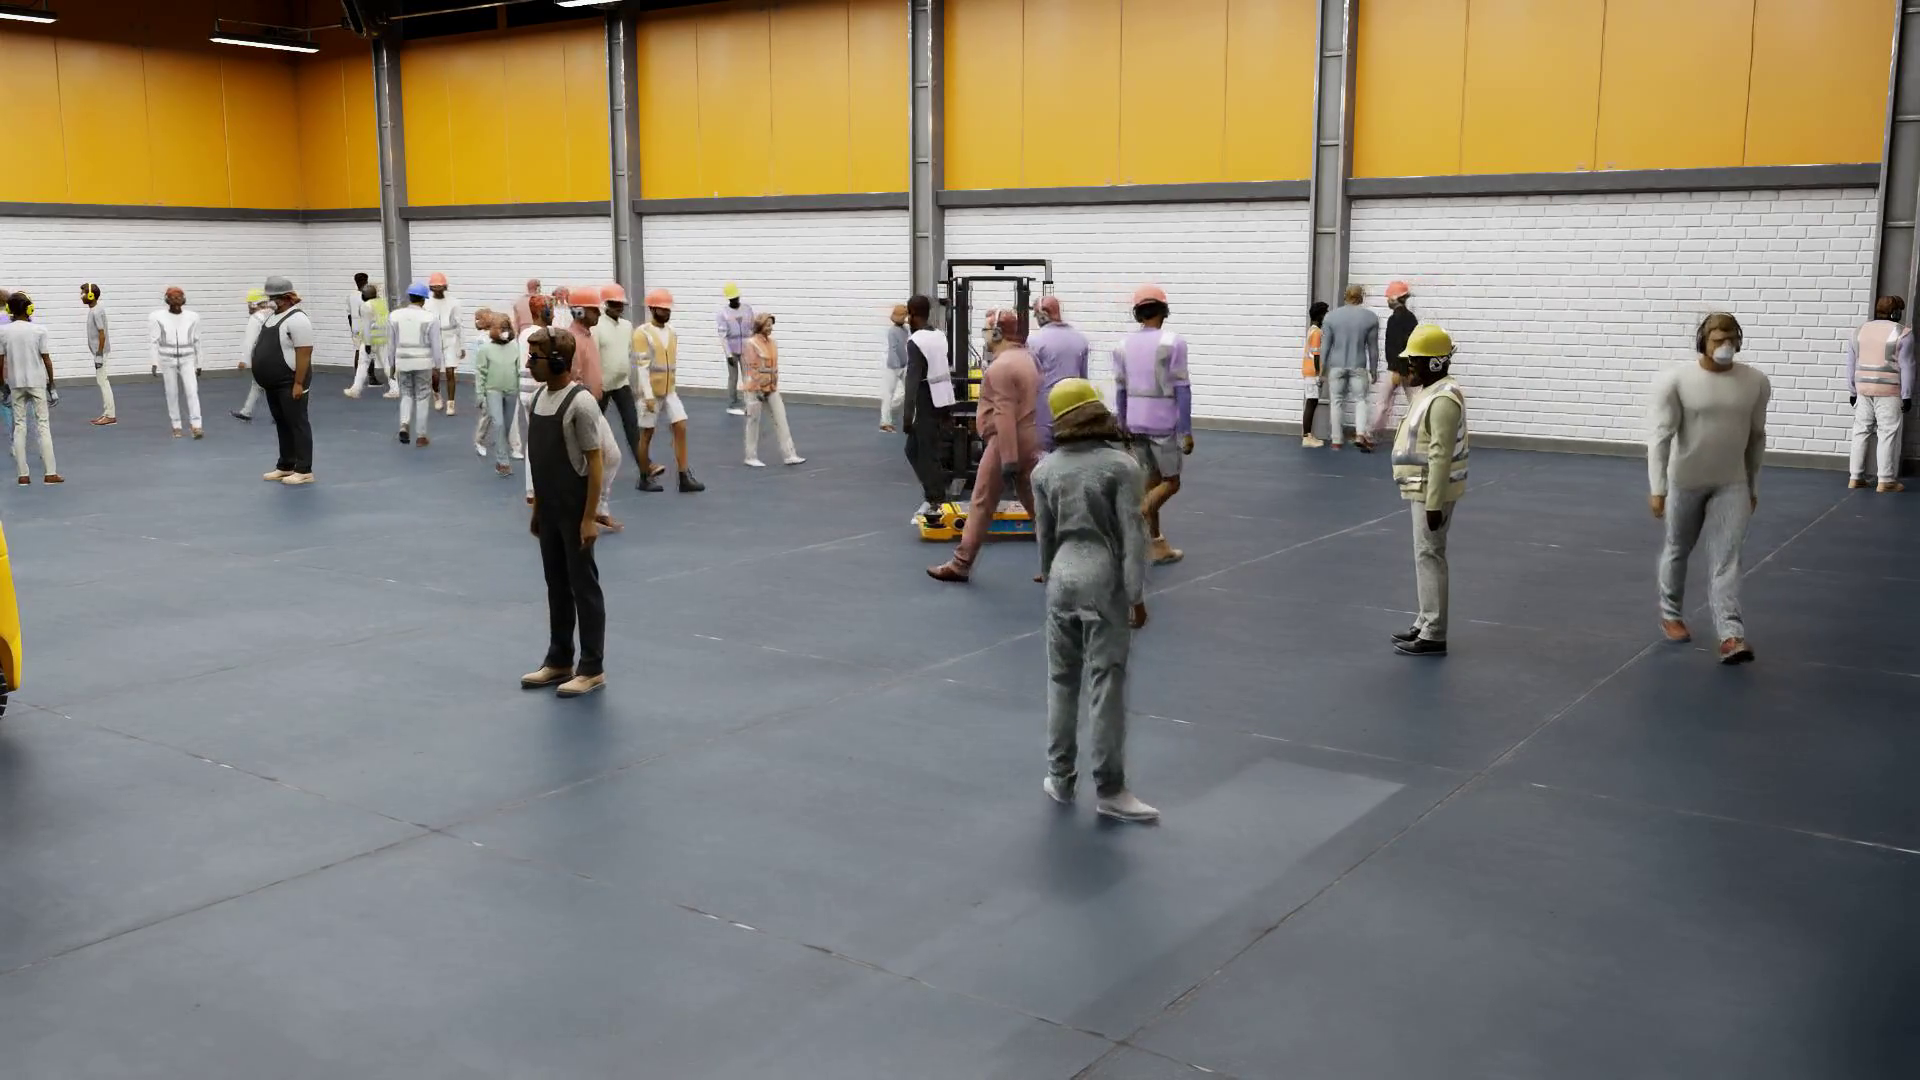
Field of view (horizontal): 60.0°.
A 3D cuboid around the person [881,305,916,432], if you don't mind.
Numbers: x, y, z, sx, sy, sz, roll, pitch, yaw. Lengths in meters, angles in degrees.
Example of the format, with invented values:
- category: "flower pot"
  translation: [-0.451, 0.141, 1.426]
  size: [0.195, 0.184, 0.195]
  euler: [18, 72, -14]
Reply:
- category: "person"
  translation: [-0.695, -2.134, 20.861]
  size: [0.740, 1.605, 0.500]
  euler: [5, 11, 28]

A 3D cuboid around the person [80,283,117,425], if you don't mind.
- category: "person"
  translation: [-11.382, -2.449, 21.958]
  size: [0.309, 1.868, 0.535]
  euler: [-5, 11, -28]

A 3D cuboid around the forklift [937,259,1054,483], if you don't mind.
- category: "forklift"
  translation: [0.370, -1.738, 16.759]
  size: [1.214, 2.155, 2.313]
  euler: [1, 10, 3]

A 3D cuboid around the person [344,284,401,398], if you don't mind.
- category: "person"
  translation: [-9.274, -3.126, 26.222]
  size: [0.952, 1.790, 0.649]
  euler: [3, 10, 16]

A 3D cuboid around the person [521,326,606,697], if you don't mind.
- category: "person"
  translation: [-1.975, -0.140, 8.289]
  size: [0.506, 1.843, 0.351]
  euler: [9, 13, 42]

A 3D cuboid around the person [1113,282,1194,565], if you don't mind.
- category: "person"
  translation: [1.310, -0.796, 11.681]
  size: [0.669, 2.017, 0.652]
  euler: [-9, 13, -44]

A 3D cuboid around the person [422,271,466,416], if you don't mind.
- category: "person"
  translation: [-7.240, -2.736, 23.206]
  size: [0.639, 2.020, 0.528]
  euler: [-3, 10, -18]

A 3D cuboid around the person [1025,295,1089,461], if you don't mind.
- category: "person"
  translation: [0.828, -1.076, 13.748]
  size: [0.698, 1.879, 0.583]
  euler: [-8, 13, -40]

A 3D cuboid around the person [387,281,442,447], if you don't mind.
- category: "person"
  translation: [-6.306, -2.032, 19.305]
  size: [0.627, 1.924, 0.439]
  euler: [1, 10, 4]

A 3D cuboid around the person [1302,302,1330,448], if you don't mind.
- category: "person"
  translation: [4.132, -1.917, 19.331]
  size: [0.318, 1.695, 0.534]
  euler: [2, 10, 10]

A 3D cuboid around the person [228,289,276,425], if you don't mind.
- category: "person"
  translation: [-9.241, -2.393, 21.847]
  size: [0.918, 1.780, 0.604]
  euler: [0, 10, -1]

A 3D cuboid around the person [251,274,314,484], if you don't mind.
- category: "person"
  translation: [-6.597, -1.565, 16.185]
  size: [0.683, 2.000, 0.538]
  euler: [9, 13, 43]

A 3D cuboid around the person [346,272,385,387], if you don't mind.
- category: "person"
  translation: [-10.217, -3.602, 28.534]
  size: [0.607, 1.967, 0.367]
  euler: [4, 10, 22]

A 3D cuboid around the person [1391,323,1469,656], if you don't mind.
- category: "person"
  translation: [2.572, -0.271, 9.143]
  size: [0.403, 1.824, 0.598]
  euler: [2, 10, 12]

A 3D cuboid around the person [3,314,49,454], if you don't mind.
- category: "person"
  translation: [-10.246, -1.745, 18.200]
  size: [0.889, 1.725, 0.536]
  euler: [9, 13, 43]

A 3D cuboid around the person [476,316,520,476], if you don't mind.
- category: "person"
  translation: [-4.561, -1.440, 16.723]
  size: [0.503, 1.599, 0.765]
  euler: [-7, 12, -37]

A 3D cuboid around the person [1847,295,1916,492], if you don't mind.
- category: "person"
  translation: [8.680, -1.378, 15.661]
  size: [0.429, 1.841, 0.633]
  euler: [-5, 11, -27]

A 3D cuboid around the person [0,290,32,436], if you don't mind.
- category: "person"
  translation: [-11.875, -2.208, 20.744]
  size: [0.590, 1.801, 0.881]
  euler: [-8, 12, -39]

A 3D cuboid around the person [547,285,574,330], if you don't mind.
- category: "person"
  translation: [-4.526, -1.951, 18.964]
  size: [0.642, 1.874, 0.799]
  euler: [-6, 11, -33]

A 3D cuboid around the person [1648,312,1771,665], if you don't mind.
- category: "person"
  translation: [4.086, -0.295, 9.093]
  size: [0.655, 1.881, 1.035]
  euler: [1, 10, 5]

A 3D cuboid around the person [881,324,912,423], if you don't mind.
- category: "person"
  translation: [-0.683, -2.272, 21.691]
  size: [0.661, 1.619, 0.517]
  euler: [7, 12, 36]

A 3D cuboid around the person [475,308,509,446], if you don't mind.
- category: "person"
  translation: [-5.440, -1.885, 19.321]
  size: [0.408, 1.612, 0.520]
  euler: [3, 10, 16]

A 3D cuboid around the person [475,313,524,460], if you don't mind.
- category: "person"
  translation: [-5.084, -1.698, 18.273]
  size: [0.522, 1.605, 0.814]
  euler: [-8, 13, -41]

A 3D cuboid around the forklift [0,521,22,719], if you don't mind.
- category: "forklift"
  translation: [-5.296, -0.090, 6.943]
  size: [1.214, 2.155, 2.313]
  euler: [7, 12, 35]

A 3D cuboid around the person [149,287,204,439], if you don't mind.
- category: "person"
  translation: [-9.481, -2.132, 20.162]
  size: [0.599, 1.841, 0.950]
  euler: [-5, 11, -29]

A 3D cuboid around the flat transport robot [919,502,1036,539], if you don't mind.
- category: "flat transport robot"
  translation: [0.409, -0.167, 13.121]
  size: [1.431, 0.197, 0.652]
  euler: [-1, 10, -5]

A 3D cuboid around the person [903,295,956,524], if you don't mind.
- category: "person"
  translation: [-0.274, -1.070, 13.714]
  size: [0.503, 1.878, 0.723]
  euler: [3, 10, 18]

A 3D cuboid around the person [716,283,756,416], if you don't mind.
- category: "person"
  translation: [-3.072, -2.634, 23.103]
  size: [0.641, 1.854, 0.845]
  euler: [-5, 11, -26]

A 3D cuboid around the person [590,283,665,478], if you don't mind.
- category: "person"
  translation: [-3.409, -1.545, 16.372]
  size: [1.035, 1.932, 0.644]
  euler: [7, 12, 36]

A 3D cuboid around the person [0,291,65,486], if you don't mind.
- category: "person"
  translation: [-8.990, -1.456, 16.039]
  size: [0.520, 1.874, 0.327]
  euler: [-2, 10, -14]

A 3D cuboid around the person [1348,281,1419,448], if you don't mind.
- category: "person"
  translation: [4.970, -1.954, 18.818]
  size: [1.047, 1.935, 0.661]
  euler: [8, 13, 41]

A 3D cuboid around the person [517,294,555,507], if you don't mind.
- category: "person"
  translation: [-3.642, -1.195, 14.469]
  size: [0.349, 1.879, 0.578]
  euler: [-7, 12, -36]

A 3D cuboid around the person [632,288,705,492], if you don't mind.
- category: "person"
  translation: [-2.725, -1.368, 15.408]
  size: [0.862, 1.900, 0.548]
  euler: [8, 12, 39]

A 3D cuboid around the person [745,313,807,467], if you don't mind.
- category: "person"
  translation: [-1.968, -1.545, 17.352]
  size: [0.714, 1.613, 0.522]
  euler: [7, 12, 34]

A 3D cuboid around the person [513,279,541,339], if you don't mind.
- category: "person"
  translation: [-6.613, -3.153, 26.171]
  size: [0.675, 1.866, 0.888]
  euler: [4, 10, 22]

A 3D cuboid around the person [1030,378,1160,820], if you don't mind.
- category: "person"
  translation: [0.572, 0.224, 6.551]
  size: [0.666, 1.699, 0.357]
  euler: [7, 12, 38]

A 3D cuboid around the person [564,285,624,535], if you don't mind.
- category: "person"
  translation: [-2.889, -0.990, 12.971]
  size: [0.613, 1.974, 0.620]
  euler: [2, 10, 10]

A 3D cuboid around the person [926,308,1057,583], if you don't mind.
- category: "person"
  translation: [0.317, -0.614, 11.100]
  size: [1.027, 1.853, 0.665]
  euler: [4, 10, 20]

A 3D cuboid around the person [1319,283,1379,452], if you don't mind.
- category: "person"
  translation: [4.393, -1.932, 18.782]
  size: [0.664, 1.917, 0.591]
  euler: [2, 10, 10]
